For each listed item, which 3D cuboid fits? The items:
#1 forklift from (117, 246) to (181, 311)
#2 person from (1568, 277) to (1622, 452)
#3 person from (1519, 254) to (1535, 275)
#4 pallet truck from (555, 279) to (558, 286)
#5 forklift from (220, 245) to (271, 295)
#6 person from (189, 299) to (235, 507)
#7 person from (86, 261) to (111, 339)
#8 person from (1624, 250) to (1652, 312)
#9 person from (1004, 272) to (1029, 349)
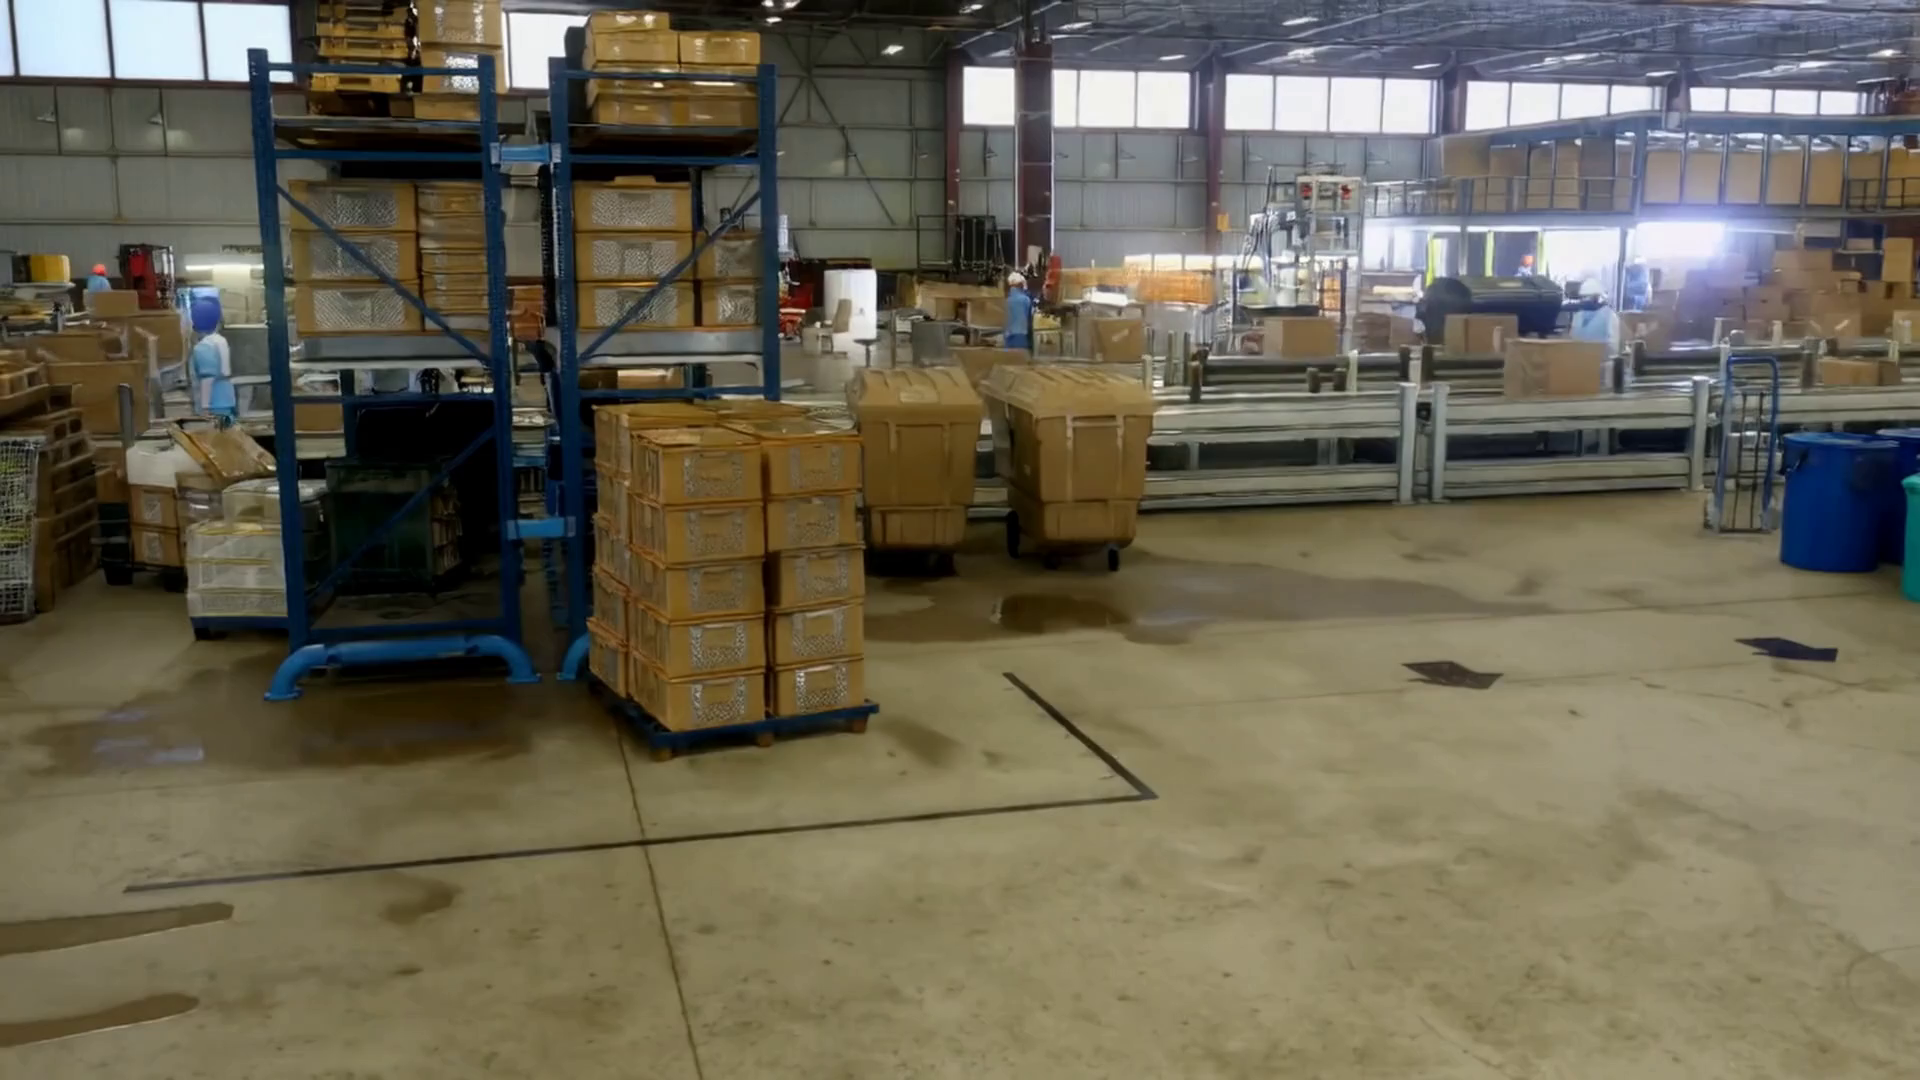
[{"bbox_3d":[-19.966,-6.232,40.894,1.157,1.987,2.680,-3,10,-15],"label":"forklift"},{"bbox_3d":[6.382,-1.782,17.088,0.818,1.798,0.612,-3,11,-19],"label":"person"},{"bbox_3d":[18.482,-8.383,54.273,0.593,1.873,0.520,-3,10,-16],"label":"person"},{"bbox_3d":[-10.604,-6.375,44.520,0.653,1.274,1.630,-3,10,-15],"label":"pallet truck"},{"bbox_3d":[-17.749,-6.334,41.440,1.157,1.987,2.680,-3,10,-17],"label":"forklift"},{"bbox_3d":[-6.090,-1.105,13.559,0.318,1.698,0.536,-2,10,-10],"label":"person"},{"bbox_3d":[-17.880,-4.865,34.522,0.607,1.818,0.541,4,11,21],"label":"person"},{"bbox_3d":[16.887,-6.198,41.446,0.621,2.035,0.395,2,10,10],"label":"person"},{"bbox_3d":[0.776,-2.880,23.413,0.315,1.769,0.524,8,13,37],"label":"person"}]
